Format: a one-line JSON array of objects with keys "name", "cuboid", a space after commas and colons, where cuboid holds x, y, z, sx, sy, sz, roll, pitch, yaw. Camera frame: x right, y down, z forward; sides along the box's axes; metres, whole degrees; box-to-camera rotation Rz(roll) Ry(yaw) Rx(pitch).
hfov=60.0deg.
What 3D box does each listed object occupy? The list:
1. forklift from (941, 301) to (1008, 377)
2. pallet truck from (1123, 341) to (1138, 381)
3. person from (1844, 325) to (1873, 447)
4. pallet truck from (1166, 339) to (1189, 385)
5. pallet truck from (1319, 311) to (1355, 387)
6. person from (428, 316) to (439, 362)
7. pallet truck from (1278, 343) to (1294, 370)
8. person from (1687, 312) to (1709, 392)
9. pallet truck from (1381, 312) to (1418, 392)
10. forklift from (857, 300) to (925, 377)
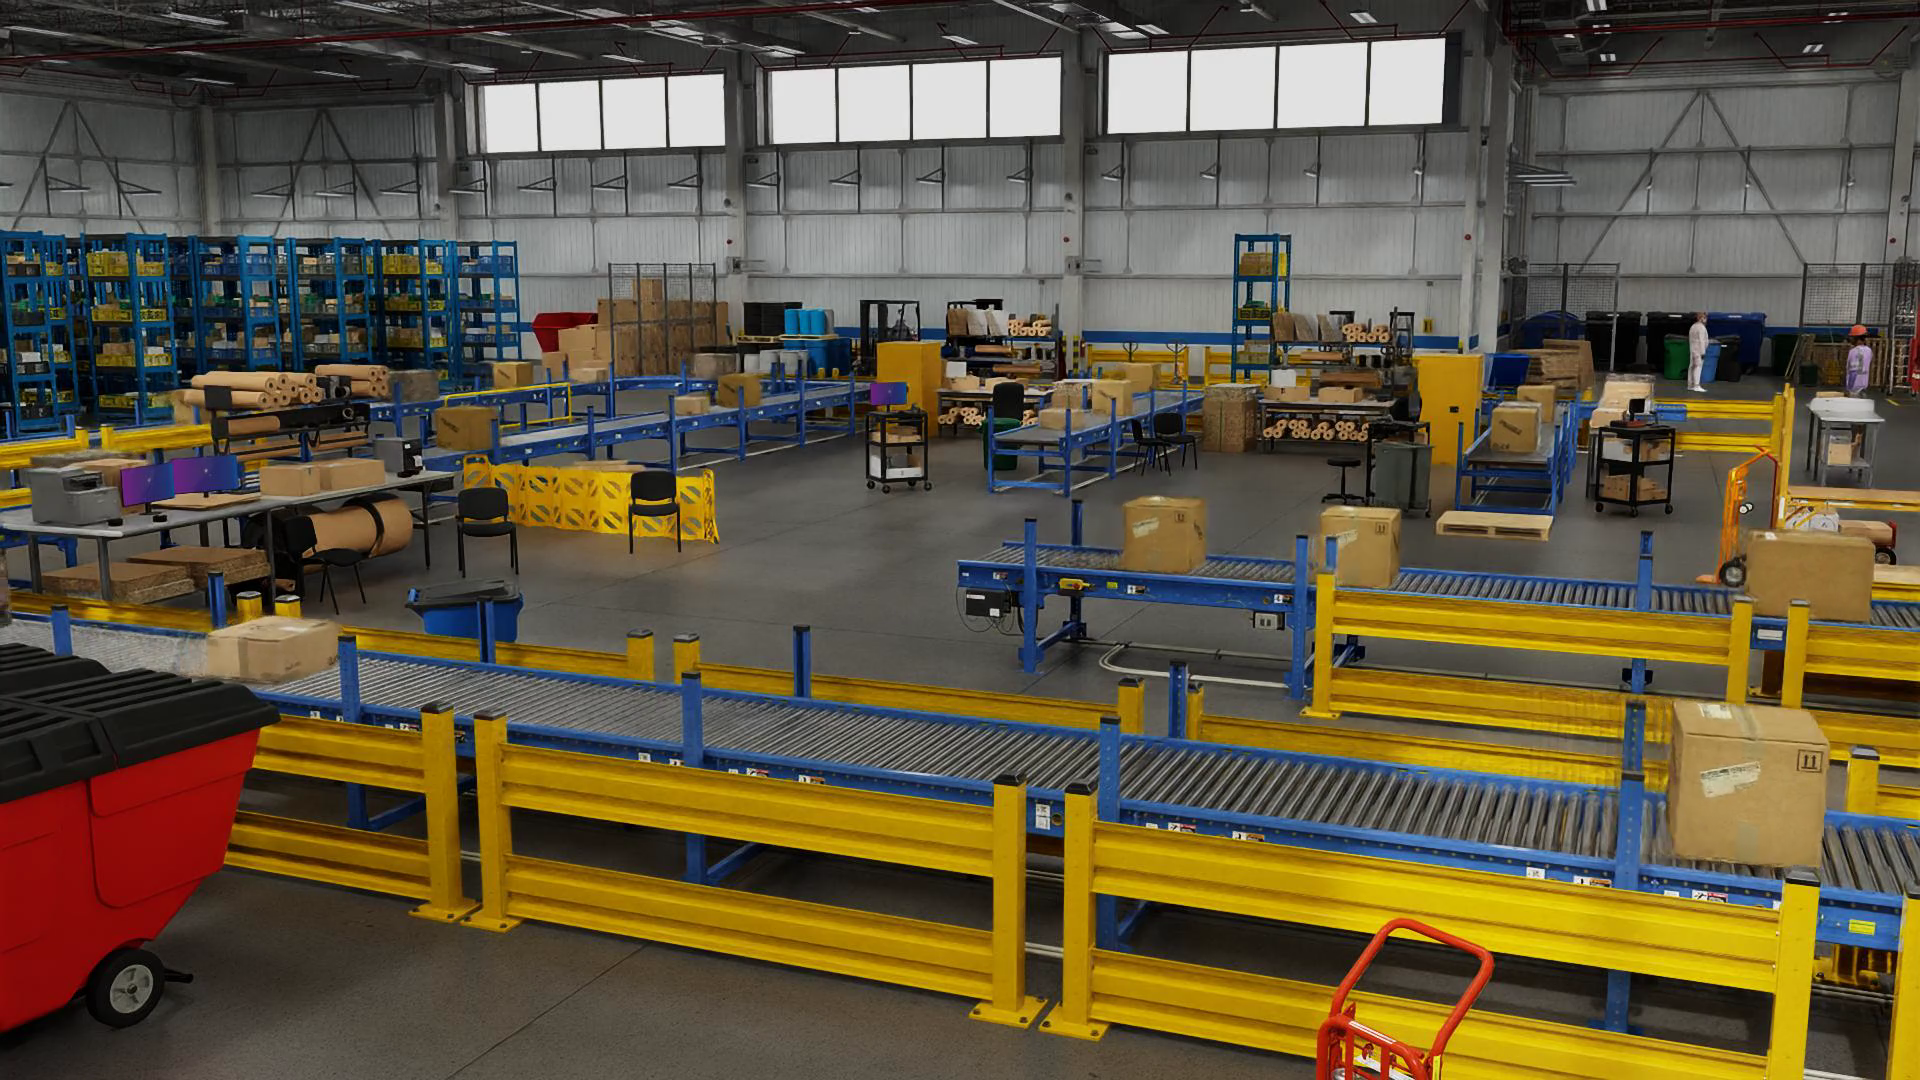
[{"name": "forklift", "cuboid": [0.365, -4.966, 41.571, 1.157, 1.987, 2.680, 3, 10, 20]}, {"name": "pallet truck", "cuboid": [4.445, -4.380, 41.279, 0.680, 1.201, 1.601, 4, 10, 22]}, {"name": "person", "cuboid": [15.044, -2.590, 27.967, 0.611, 2.042, 0.394, -7, 12, -37]}, {"name": "pallet truck", "cuboid": [5.418, -4.269, 40.420, 0.704, 1.261, 1.522, 3, 10, 20]}, {"name": "pallet truck", "cuboid": [9.071, -4.419, 39.190, 0.823, 1.965, 1.885, 5, 10, 26]}, {"name": "person", "cuboid": [-15.212, -5.812, 48.093, 0.378, 1.844, 0.568, 2, 9, 9]}, {"name": "pallet truck", "cuboid": [7.886, -4.163, 39.743, 0.653, 1.274, 1.630, 4, 10, 22]}, {"name": "person", "cuboid": [17.872, -4.544, 40.219, 0.403, 1.911, 0.637, 0, 9, 0]}, {"name": "pallet truck", "cuboid": [10.207, -4.283, 38.369, 0.823, 1.965, 1.885, 3, 10, 20]}, {"name": "forklift", "cuboid": [-1.732, -5.109, 42.468, 1.157, 1.987, 2.680, 4, 10, 22]}]
